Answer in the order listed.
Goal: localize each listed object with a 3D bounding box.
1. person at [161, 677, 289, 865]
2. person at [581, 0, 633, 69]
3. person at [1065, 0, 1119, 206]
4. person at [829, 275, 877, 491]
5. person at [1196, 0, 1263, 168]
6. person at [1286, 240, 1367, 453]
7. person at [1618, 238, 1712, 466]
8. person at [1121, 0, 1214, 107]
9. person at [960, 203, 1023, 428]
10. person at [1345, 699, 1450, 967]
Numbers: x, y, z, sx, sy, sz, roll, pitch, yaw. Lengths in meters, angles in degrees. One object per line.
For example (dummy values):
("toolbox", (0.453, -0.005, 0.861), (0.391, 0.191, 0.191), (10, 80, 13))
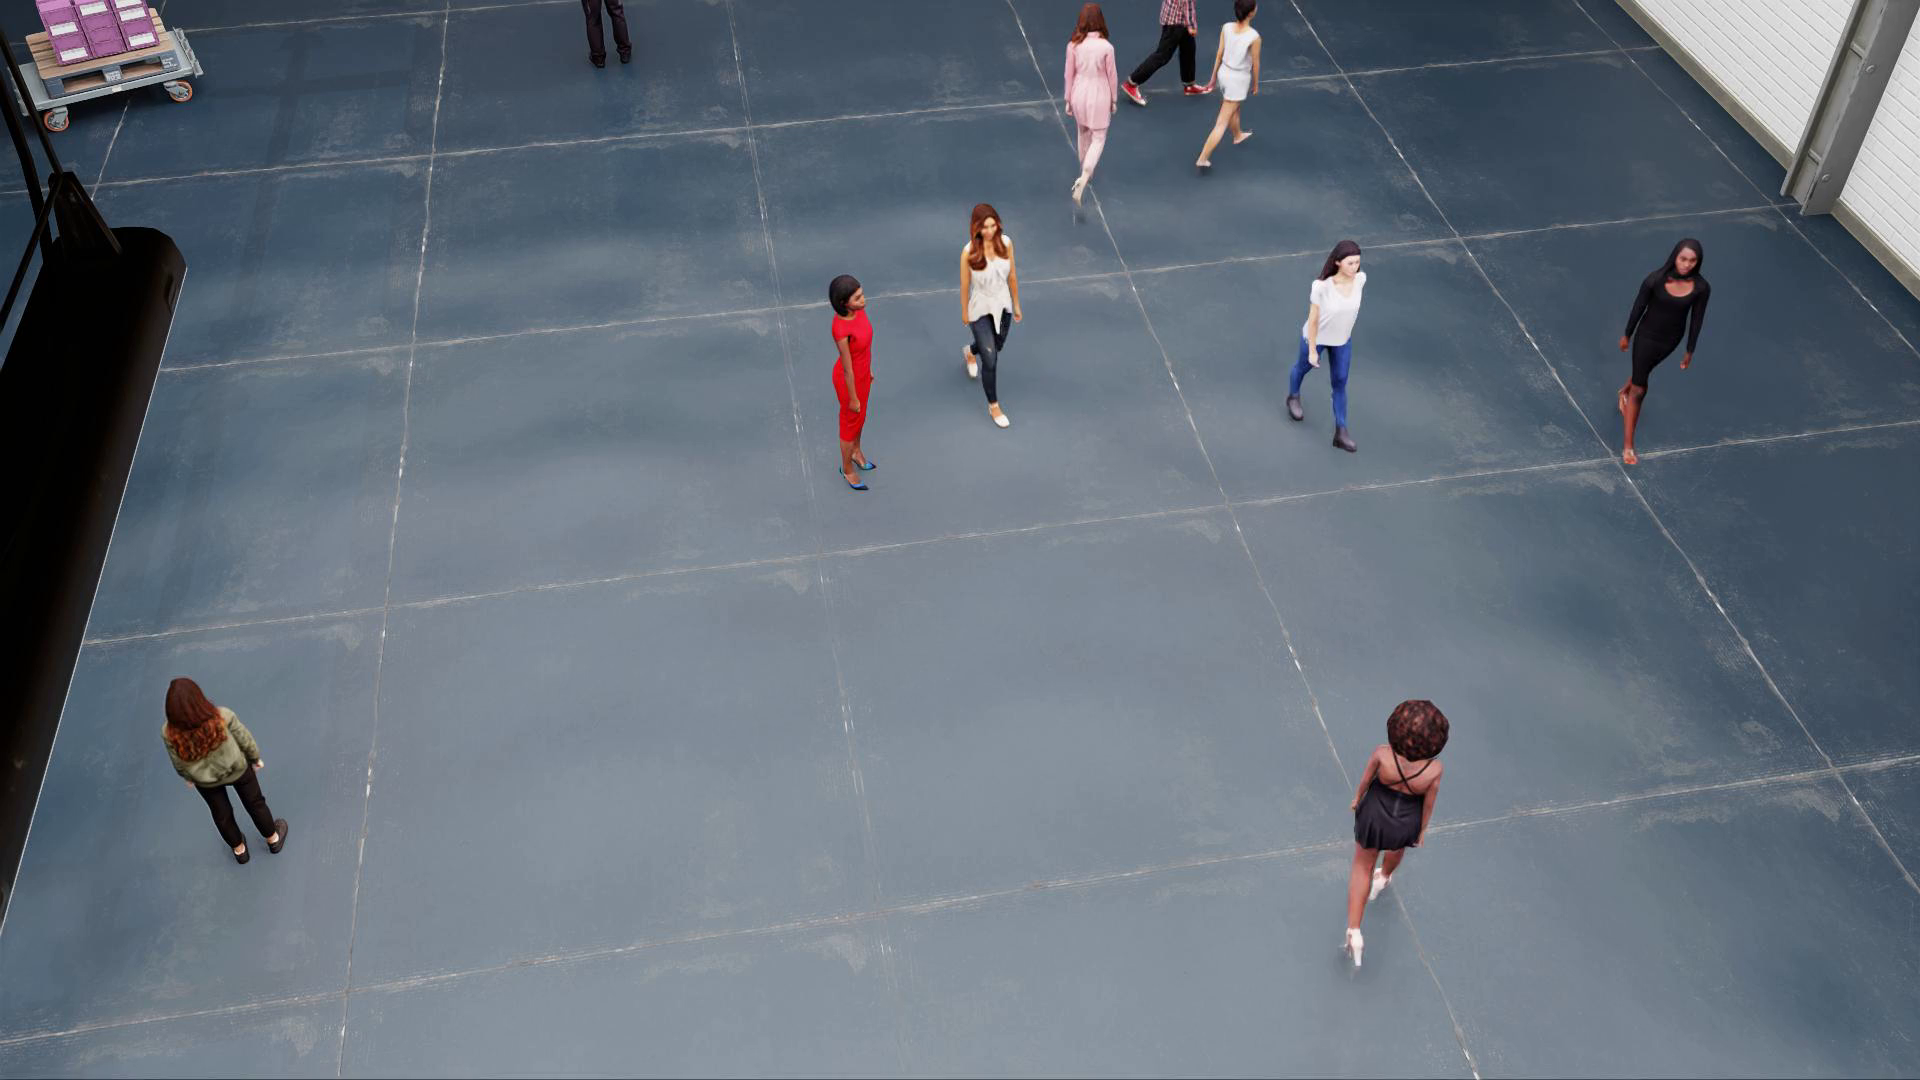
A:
("person", (-4.172, 1.295, 9.386), (0.623, 1.475, 0.570), (-15, 46, -15))
("person", (-3.557, -5.545, 16.302), (0.766, 1.839, 0.639), (-15, 46, -15))
("person", (1.122, -3.759, 14.471), (0.930, 1.779, 1.117), (13, 45, 13))
("person", (-0.757, -1.116, 11.723), (0.695, 1.744, 0.565), (10, 44, 10))
("person", (2.418, -4.082, 14.951), (1.005, 1.586, 1.096), (-34, 53, -30))
("person", (2.634, -1.506, 12.205), (0.711, 1.643, 1.089), (-11, 45, -11))
("person", (5.085, -1.482, 12.161), (0.898, 1.669, 1.256), (7, 44, 7))
("person", (1.982, -4.957, 15.755), (0.956, 1.742, 1.156), (6, 44, 6))
("person", (0.189, -1.751, 12.375), (0.828, 1.764, 1.127), (-21, 47, -21))
("person", (2.271, 1.569, 8.883), (0.820, 1.773, 1.060), (10, 45, 10))
